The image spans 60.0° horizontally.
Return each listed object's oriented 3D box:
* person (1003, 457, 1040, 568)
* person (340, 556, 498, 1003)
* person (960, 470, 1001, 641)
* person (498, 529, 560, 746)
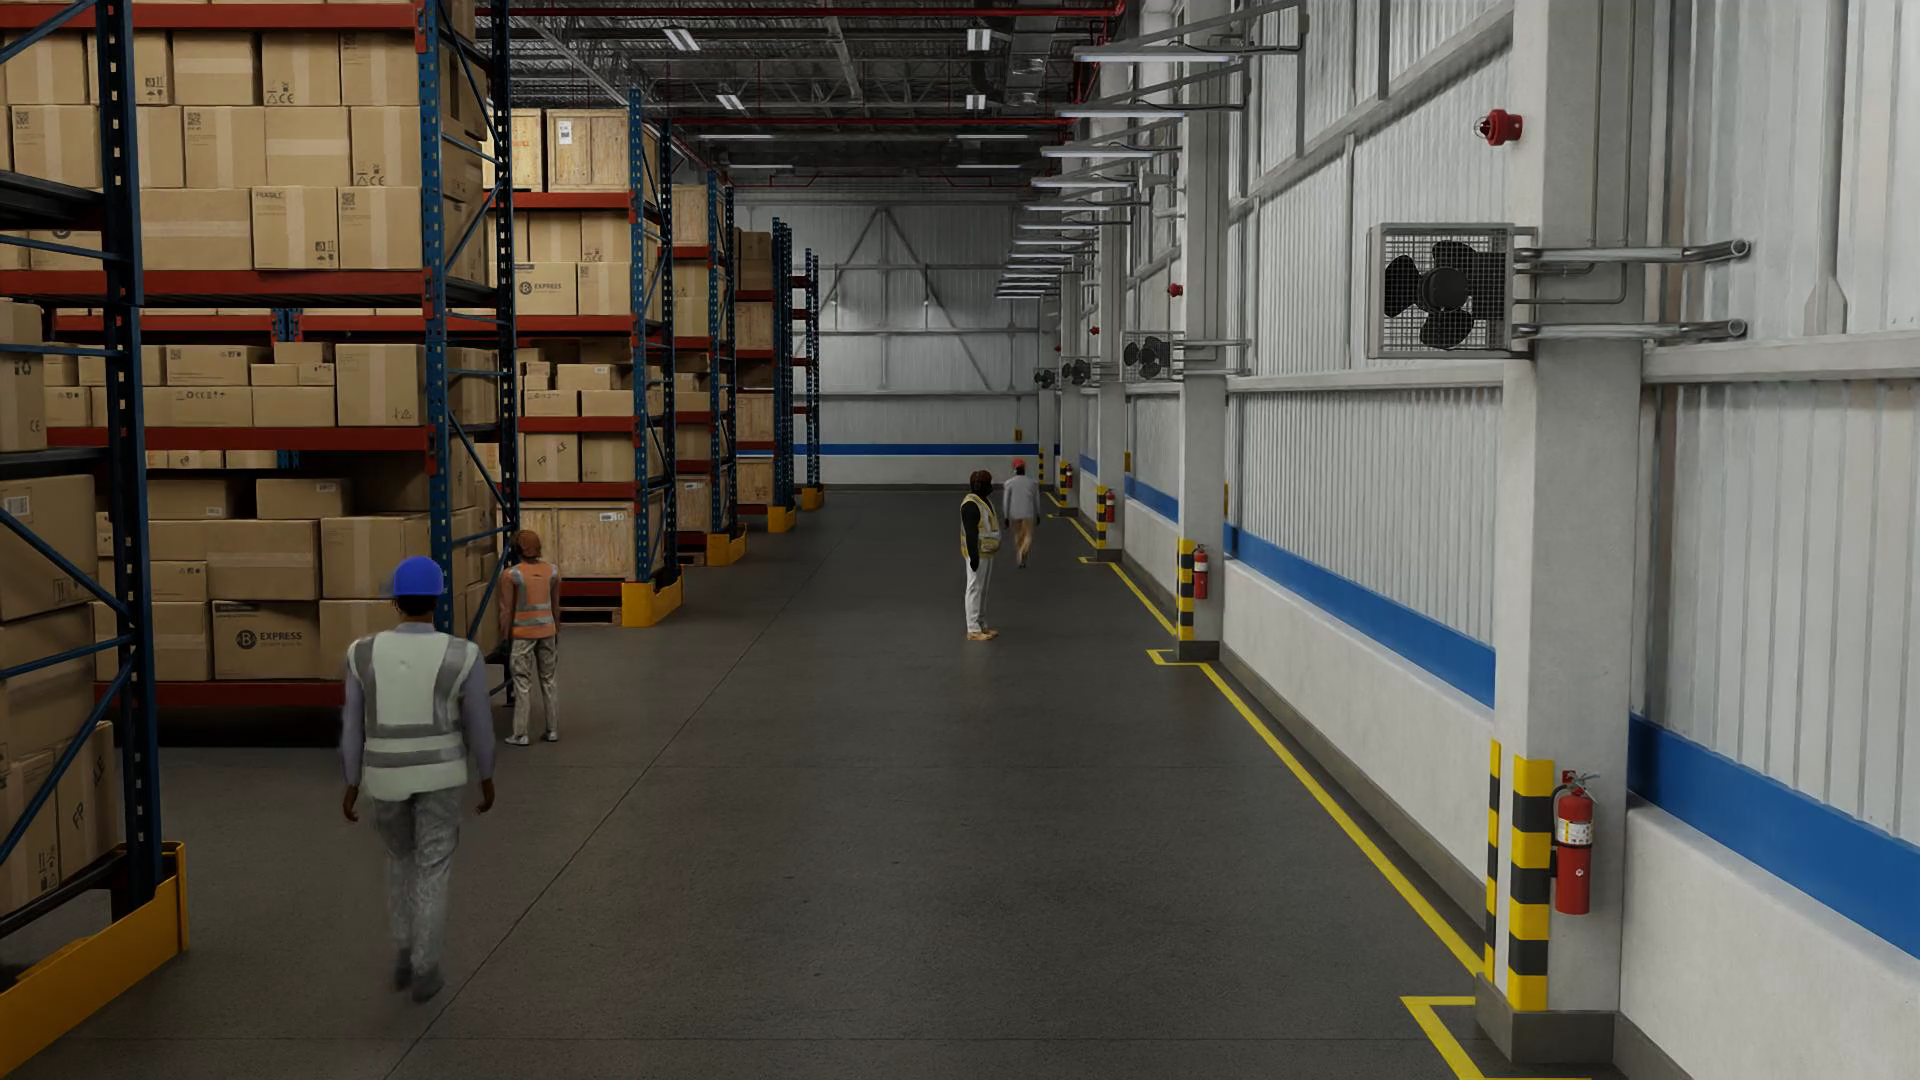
[{"bbox_3d":[0.932,-0.397,25.258,0.574,1.713,0.599,1,5,14],"label":"person"},{"bbox_3d":[-2.372,1.028,7.397,0.651,1.924,0.685,0,5,-2],"label":"person"},{"bbox_3d":[0.229,0.164,17.985,0.429,1.843,0.632,1,5,15],"label":"person"},{"bbox_3d":[-3.234,0.735,12.544,0.314,1.633,0.522,5,7,43],"label":"person"}]
